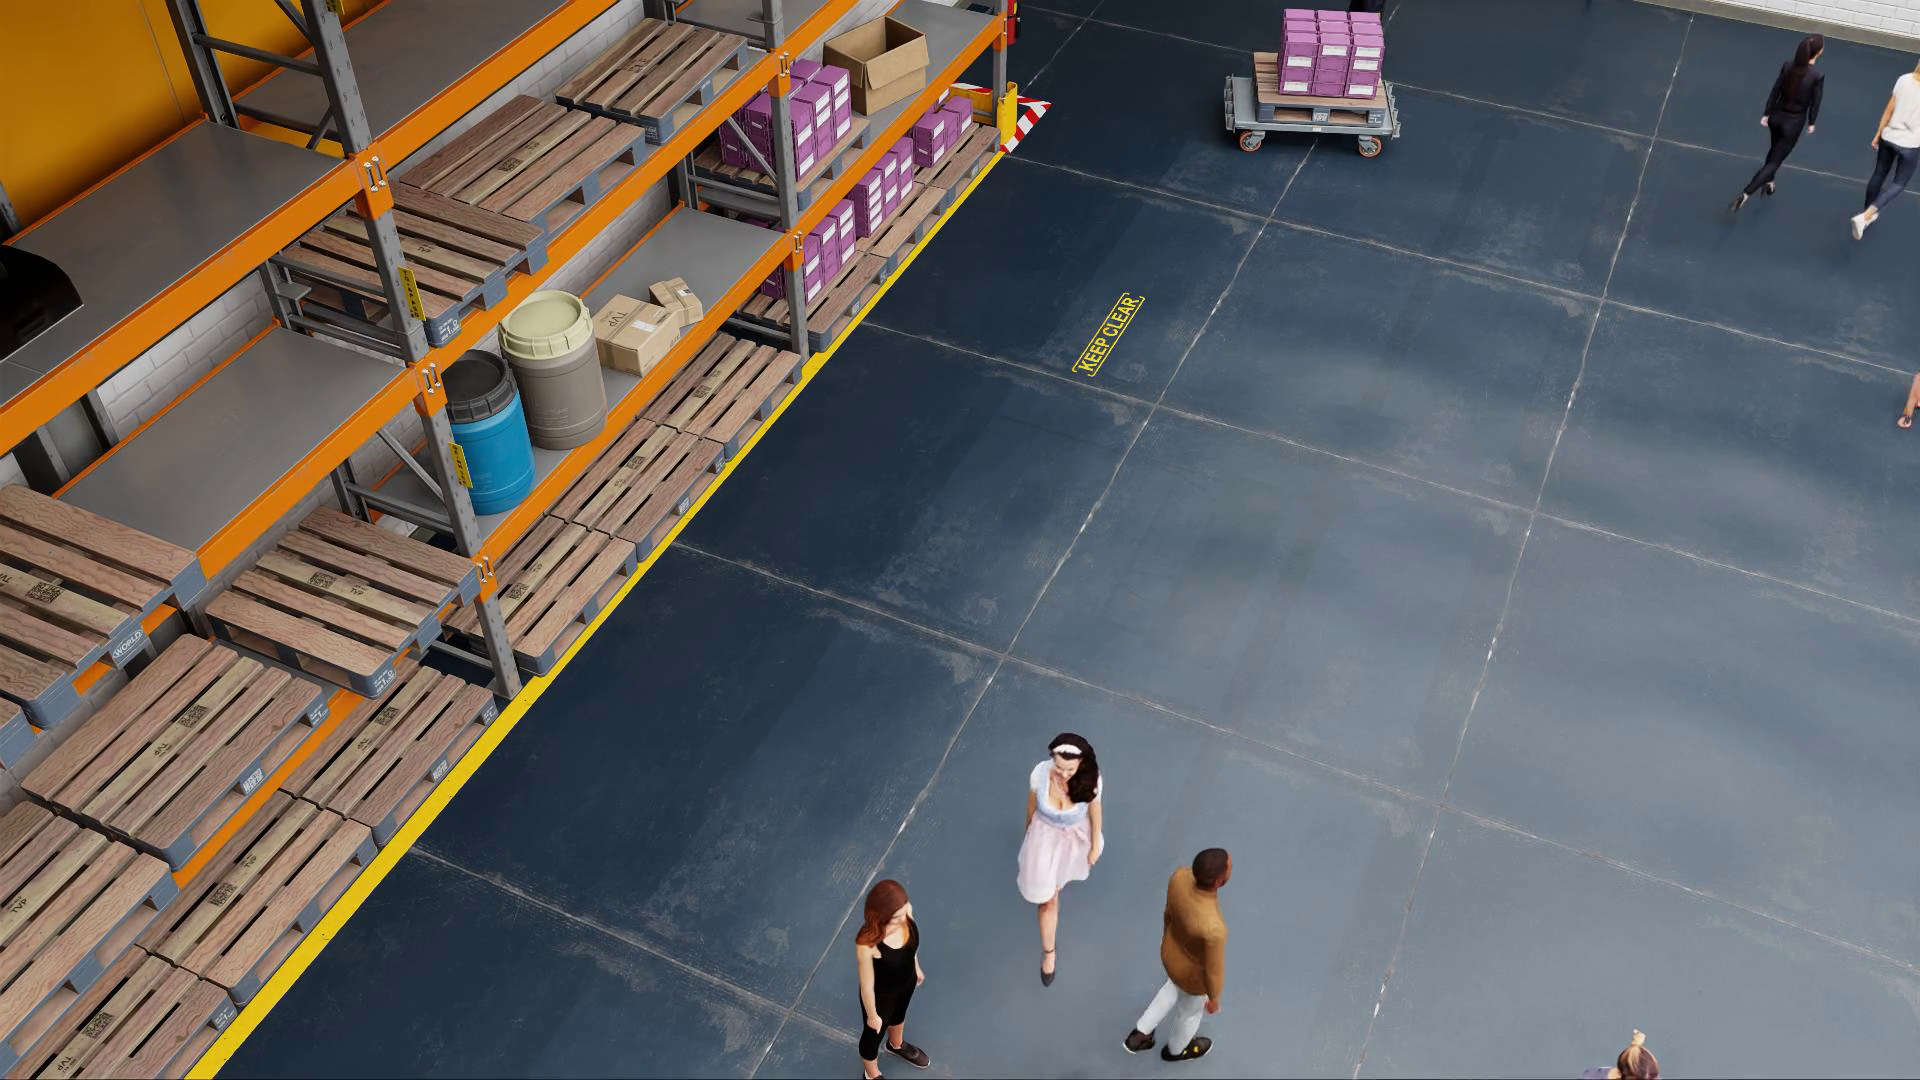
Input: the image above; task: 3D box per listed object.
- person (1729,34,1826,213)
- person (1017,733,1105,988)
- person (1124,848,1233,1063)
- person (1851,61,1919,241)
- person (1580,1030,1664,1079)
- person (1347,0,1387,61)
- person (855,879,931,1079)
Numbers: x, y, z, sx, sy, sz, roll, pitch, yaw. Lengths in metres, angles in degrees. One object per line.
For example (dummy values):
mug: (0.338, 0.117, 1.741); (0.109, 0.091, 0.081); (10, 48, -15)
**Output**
person: (7.331, -3.666, 14.836); (1.124, 1.681, 0.936); (-24, 48, -23)
person: (0.577, 1.592, 9.250); (0.912, 1.773, 1.296); (4, 44, 4)
person: (1.107, 2.205, 8.584); (0.926, 1.804, 0.865); (-16, 46, -16)
person: (8.161, -3.420, 14.494); (1.051, 1.796, 0.866); (-29, 51, -27)
person: (3.058, 2.874, 8.015); (0.633, 1.620, 0.639); (1, 44, 1)
person: (4.242, -5.895, 16.956); (0.923, 1.983, 0.844); (-11, 45, -12)
person: (-0.372, 2.284, 8.560); (0.666, 1.722, 0.504); (26, 50, 25)
